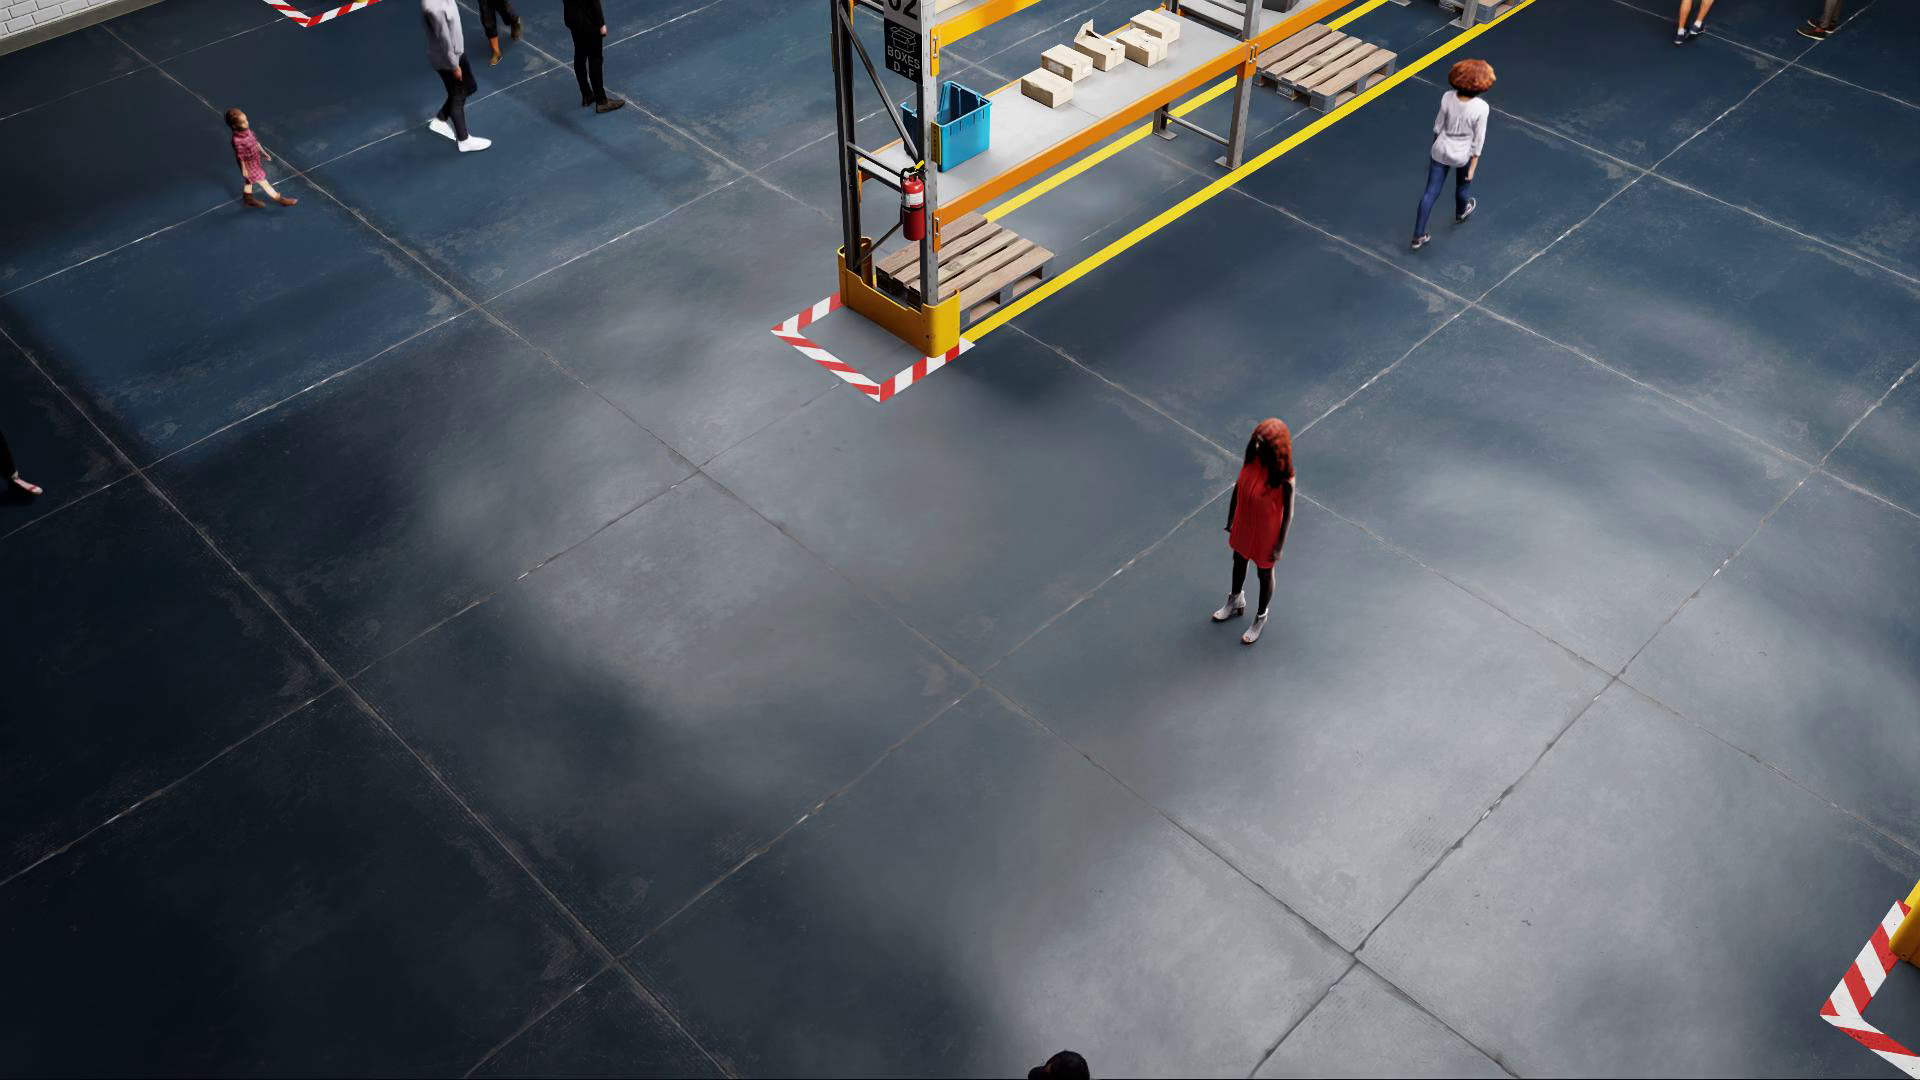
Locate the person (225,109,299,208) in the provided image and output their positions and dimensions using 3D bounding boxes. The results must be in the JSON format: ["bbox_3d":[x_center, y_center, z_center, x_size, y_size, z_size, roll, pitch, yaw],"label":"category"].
[{"bbox_3d":[-6.387,-3.391,14.853,0.762,0.999,0.706,0,44,0],"label":"person"}]

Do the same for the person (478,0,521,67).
[{"bbox_3d":[-4.740,-5.664,16.921,0.915,1.437,1.044,6,44,6],"label":"person"}]

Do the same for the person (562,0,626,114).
[{"bbox_3d":[-3.609,-5.014,15.907,0.688,1.894,0.601,32,52,29],"label":"person"}]

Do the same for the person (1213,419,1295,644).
[{"bbox_3d":[1.933,-0.069,10.767,0.547,1.826,0.628,-28,50,-27],"label":"person"}]

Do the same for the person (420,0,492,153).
[{"bbox_3d":[-4.812,-4.451,15.304,0.970,1.911,0.907,-4,44,-4],"label":"person"}]

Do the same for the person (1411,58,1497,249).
[{"bbox_3d":[4.181,-3.267,14.234,0.729,1.674,1.140,29,51,27],"label":"person"}]

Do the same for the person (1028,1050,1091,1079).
[{"bbox_3d":[0.538,2.870,7.795,1.197,1.669,0.728,-28,50,-26],"label":"person"}]
